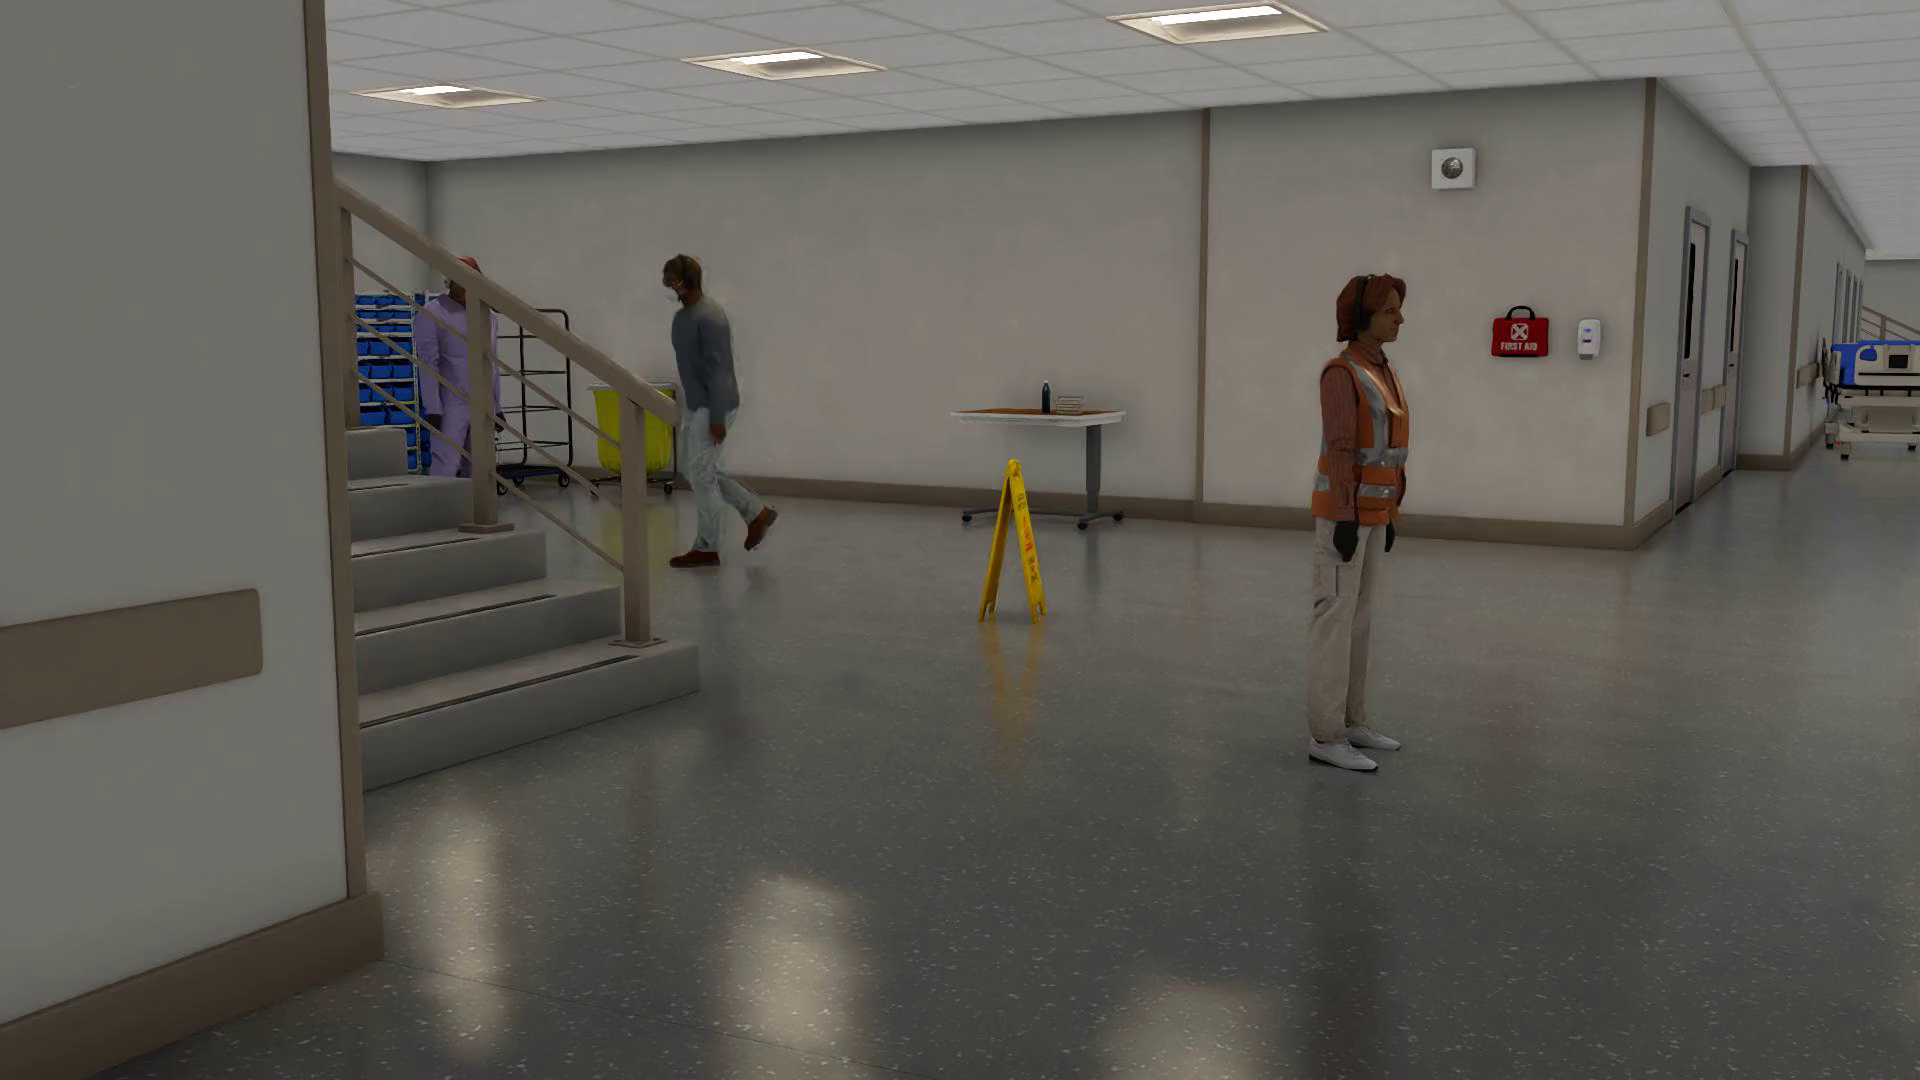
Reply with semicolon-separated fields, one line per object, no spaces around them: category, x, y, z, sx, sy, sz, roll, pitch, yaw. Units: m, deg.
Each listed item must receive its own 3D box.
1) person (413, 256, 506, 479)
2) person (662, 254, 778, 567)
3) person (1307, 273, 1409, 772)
person;-3.155;-0.851;10.632;0.401;1.904;0.640;5;9;31
person;-1.473;-0.782;10.137;0.659;1.907;0.638;-4;8;-28
person;1.340;-0.067;5.592;0.314;1.642;0.514;5;9;31
